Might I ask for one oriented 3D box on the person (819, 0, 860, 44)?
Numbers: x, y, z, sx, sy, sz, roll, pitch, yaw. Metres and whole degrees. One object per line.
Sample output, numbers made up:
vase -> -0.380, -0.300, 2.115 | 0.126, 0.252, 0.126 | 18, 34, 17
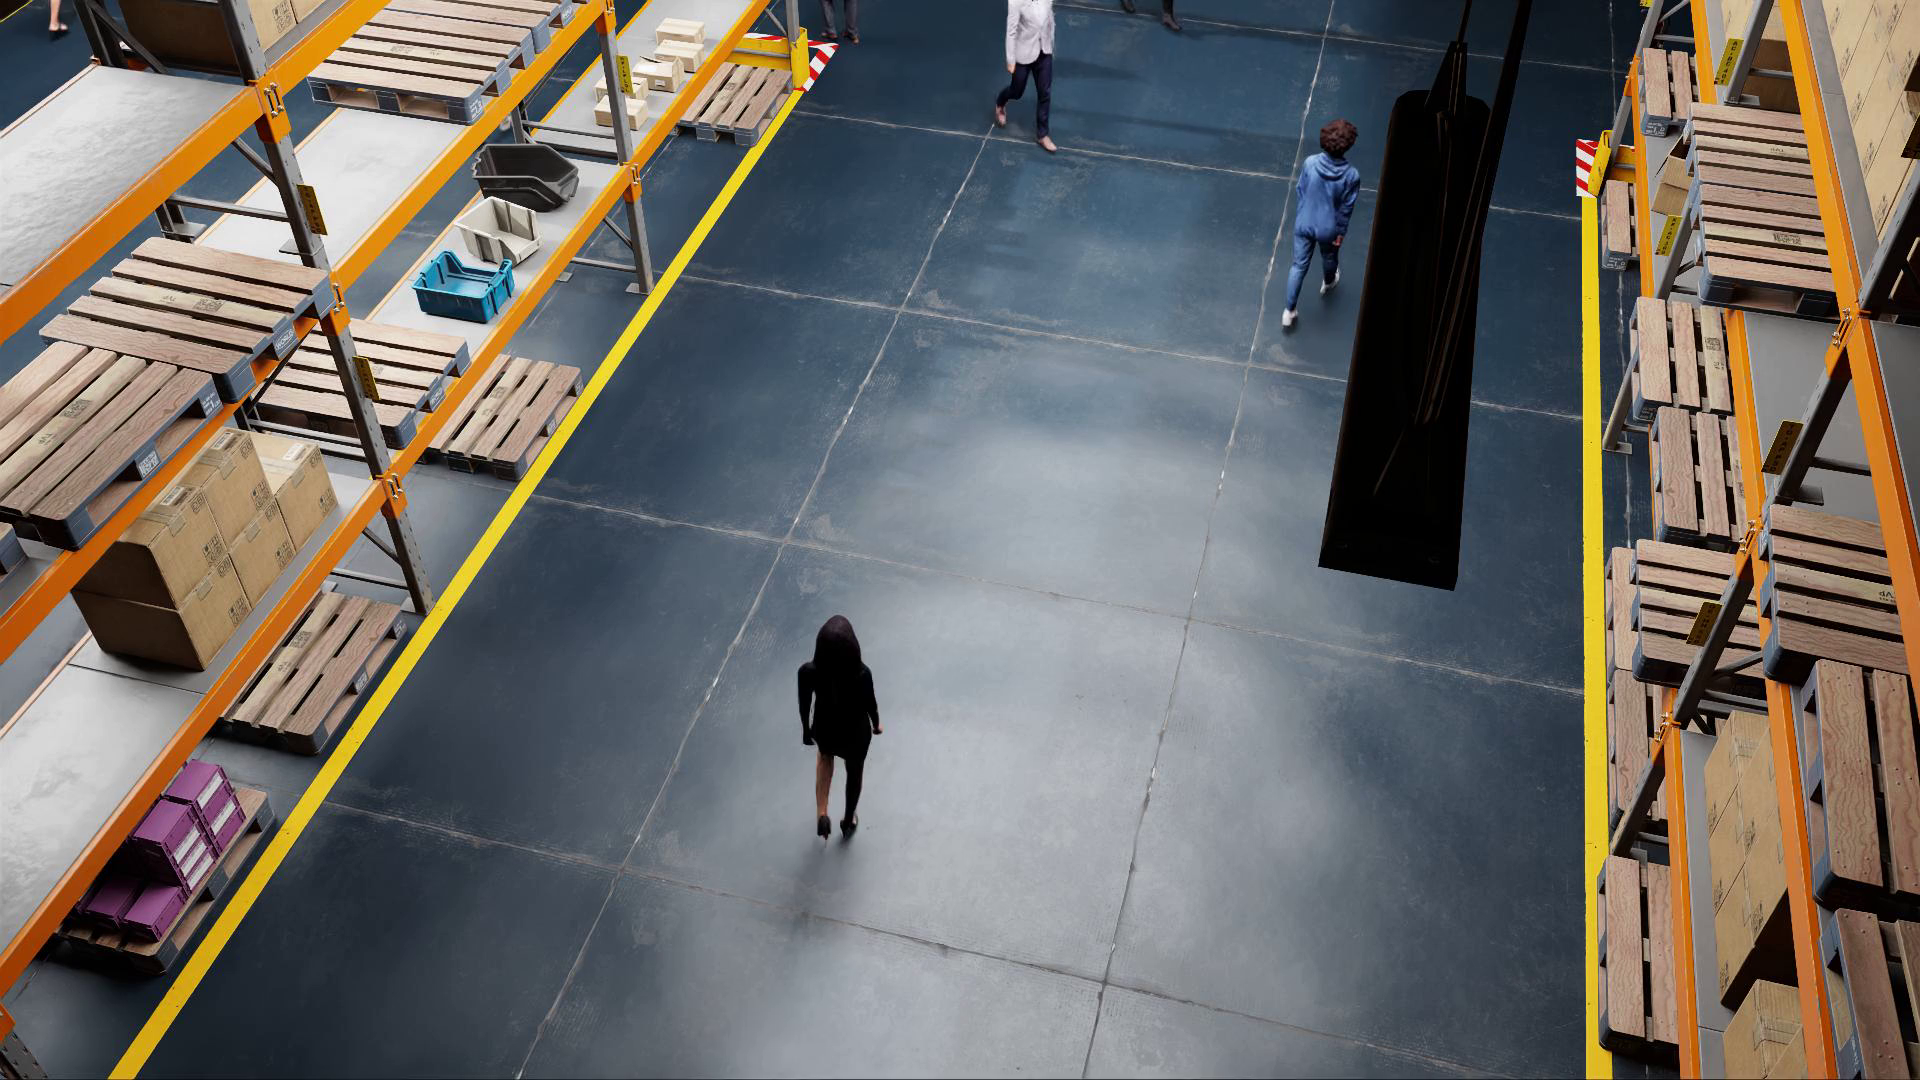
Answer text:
person -> -1.209, -5.939, 17.334 | 0.783, 1.589, 0.847 | -25, 49, -24

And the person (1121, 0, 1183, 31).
person -> 2.010, -6.408, 17.653 | 1.179, 1.827, 1.274 | -19, 47, -19

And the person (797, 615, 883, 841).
person -> -0.713, 1.201, 9.695 | 0.620, 1.786, 0.673 | 7, 44, 7

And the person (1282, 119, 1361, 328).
person -> 2.920, -2.567, 13.663 | 0.824, 1.770, 1.202 | 18, 47, 18

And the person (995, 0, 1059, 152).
person -> 0.634, -4.664, 15.821 | 1.124, 1.829, 1.194 | -21, 47, -21
